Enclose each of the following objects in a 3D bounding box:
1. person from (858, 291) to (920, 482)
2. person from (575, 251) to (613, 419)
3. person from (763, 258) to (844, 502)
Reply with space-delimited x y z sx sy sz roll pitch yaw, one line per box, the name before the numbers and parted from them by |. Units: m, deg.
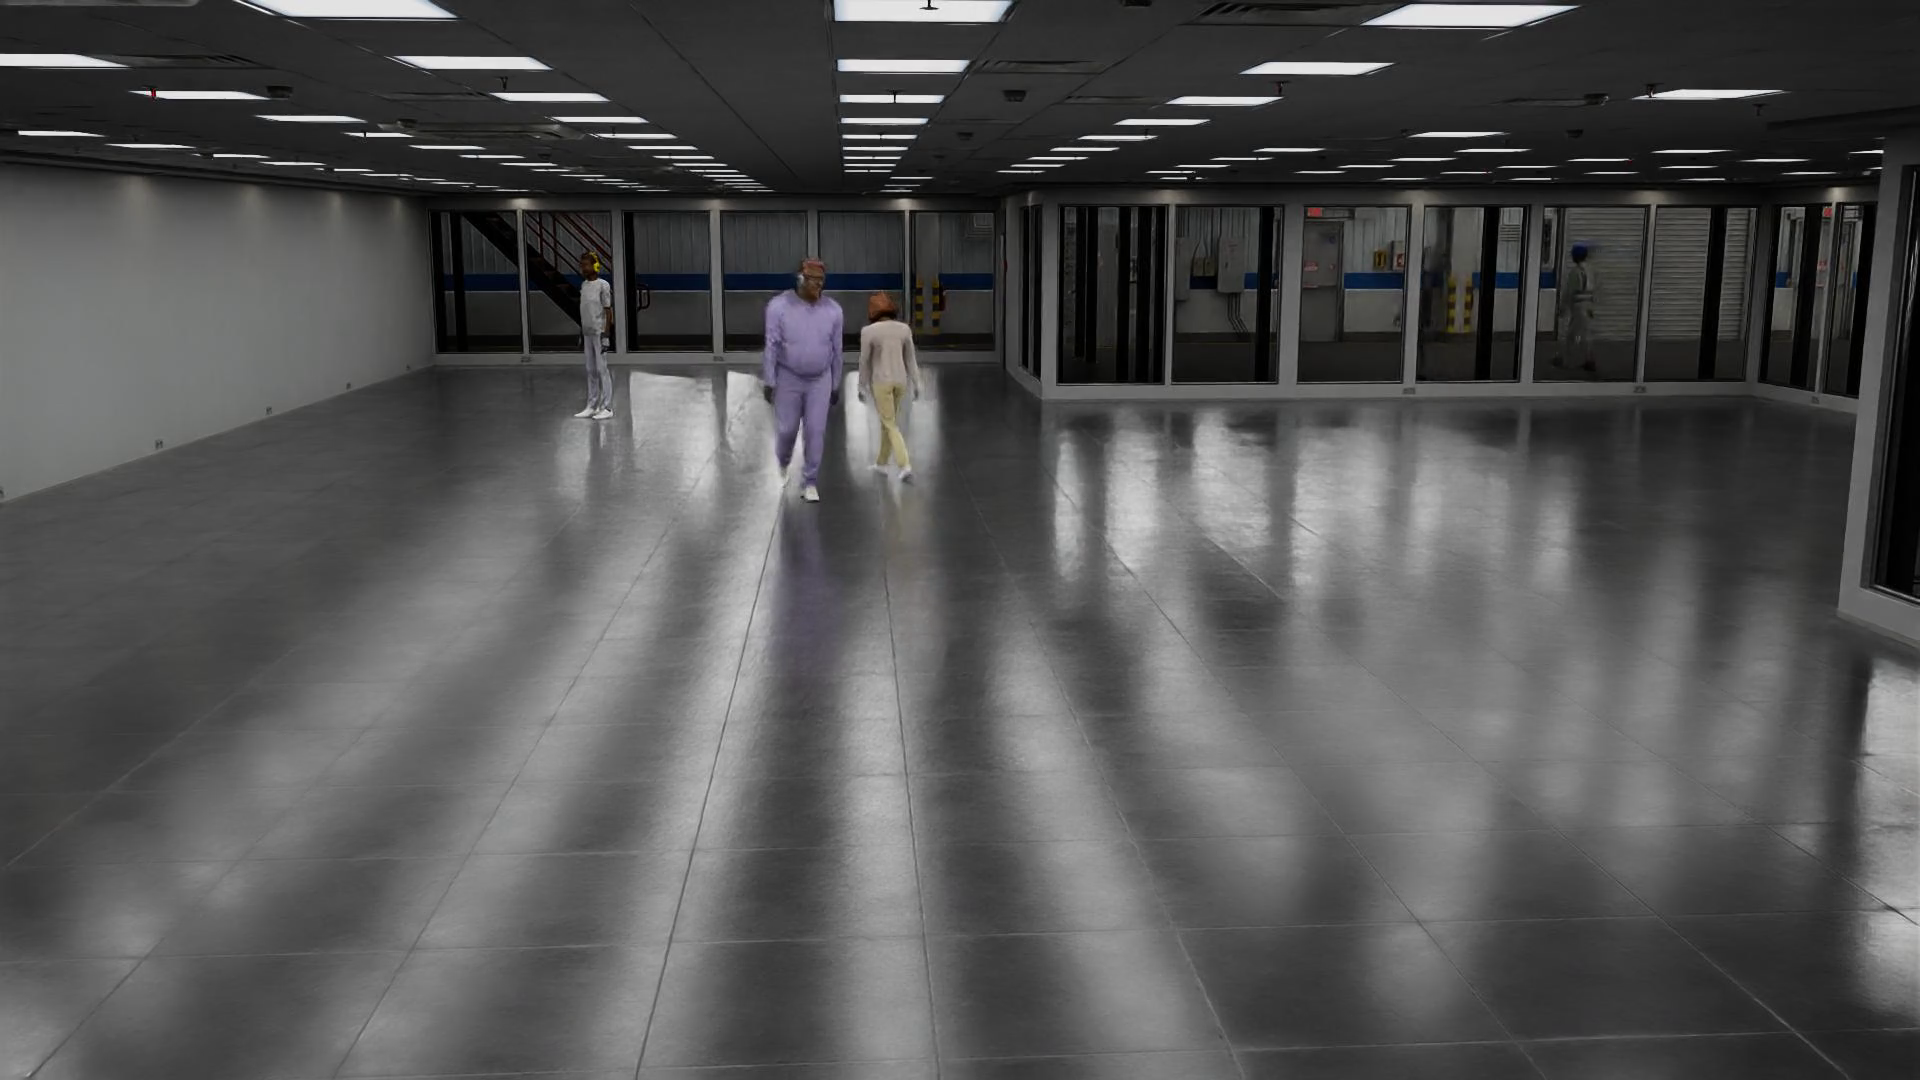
person | -0.578 -1.302 14.042 0.512 1.594 0.824 -7 13 -33
person | -4.105 -2.287 18.617 0.508 1.876 0.329 9 14 39
person | -1.224 -1.250 12.988 0.667 1.884 0.538 -3 11 -17
